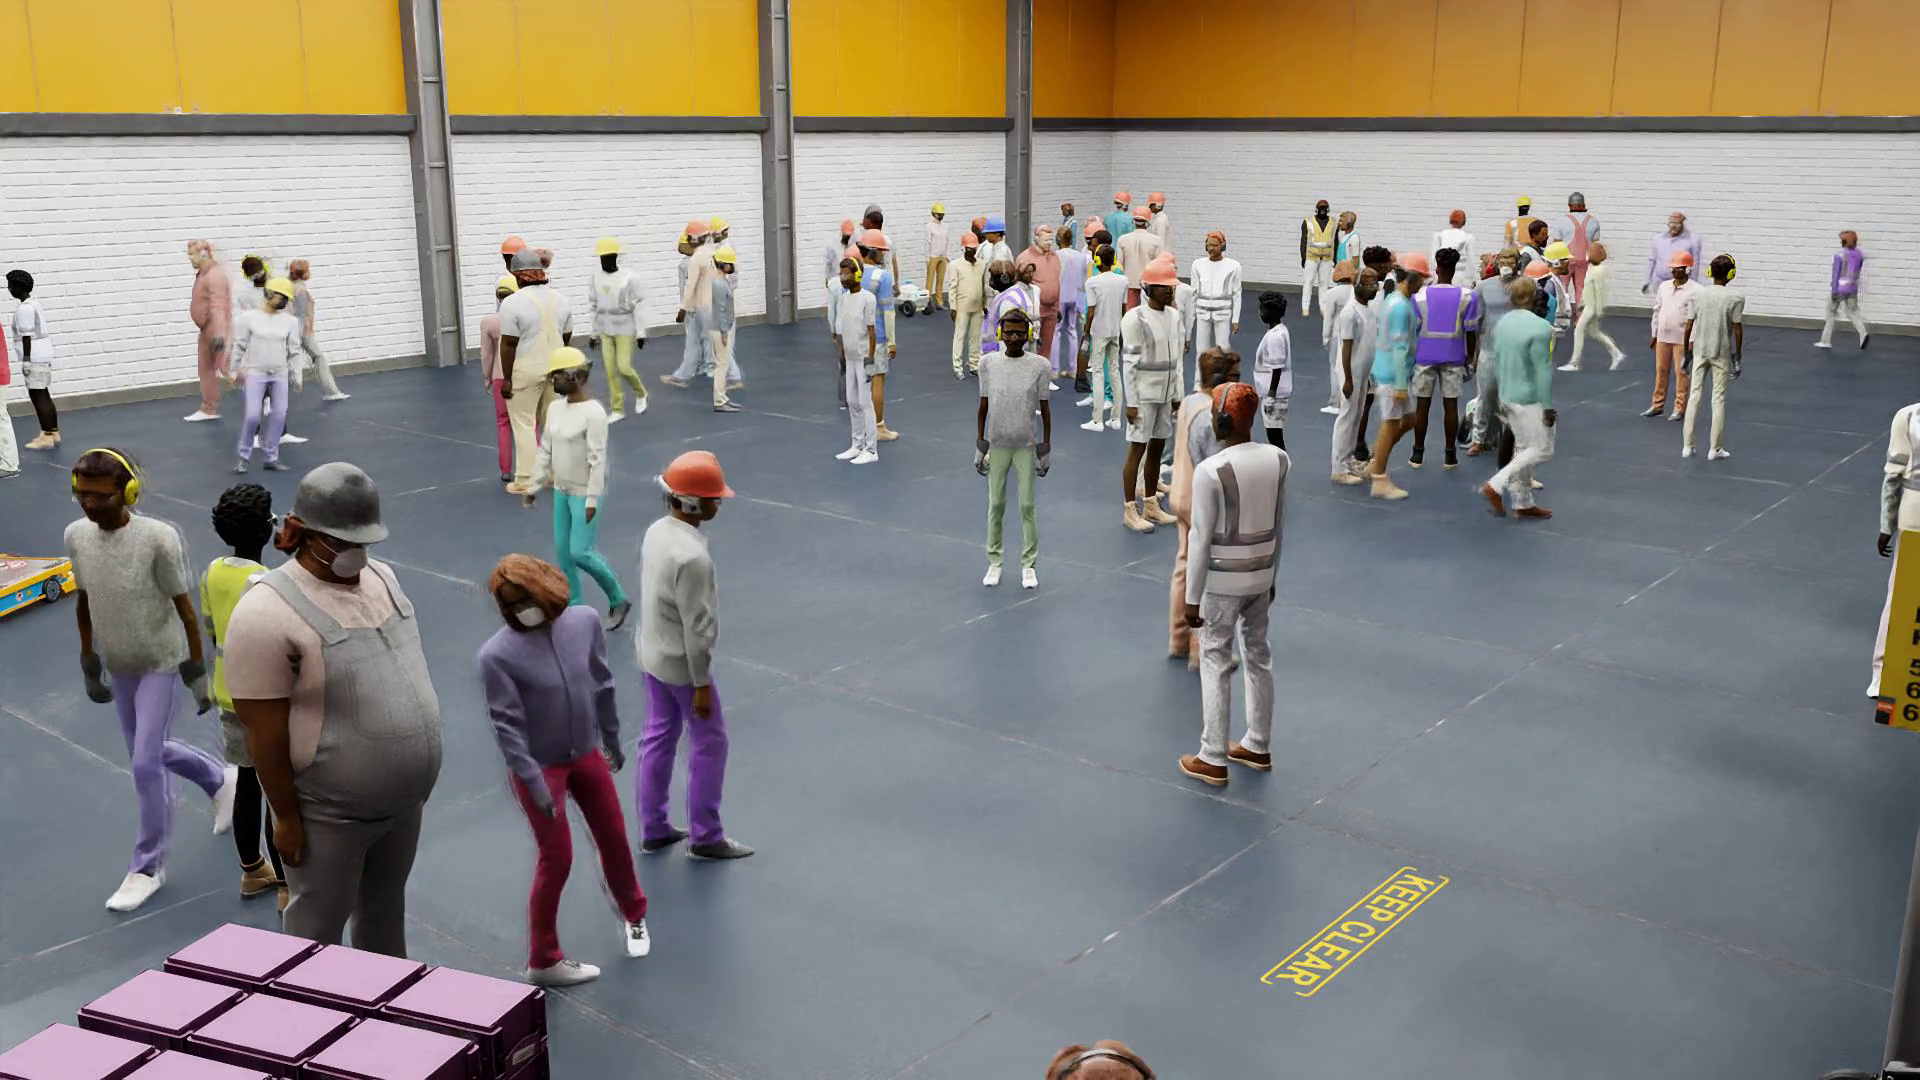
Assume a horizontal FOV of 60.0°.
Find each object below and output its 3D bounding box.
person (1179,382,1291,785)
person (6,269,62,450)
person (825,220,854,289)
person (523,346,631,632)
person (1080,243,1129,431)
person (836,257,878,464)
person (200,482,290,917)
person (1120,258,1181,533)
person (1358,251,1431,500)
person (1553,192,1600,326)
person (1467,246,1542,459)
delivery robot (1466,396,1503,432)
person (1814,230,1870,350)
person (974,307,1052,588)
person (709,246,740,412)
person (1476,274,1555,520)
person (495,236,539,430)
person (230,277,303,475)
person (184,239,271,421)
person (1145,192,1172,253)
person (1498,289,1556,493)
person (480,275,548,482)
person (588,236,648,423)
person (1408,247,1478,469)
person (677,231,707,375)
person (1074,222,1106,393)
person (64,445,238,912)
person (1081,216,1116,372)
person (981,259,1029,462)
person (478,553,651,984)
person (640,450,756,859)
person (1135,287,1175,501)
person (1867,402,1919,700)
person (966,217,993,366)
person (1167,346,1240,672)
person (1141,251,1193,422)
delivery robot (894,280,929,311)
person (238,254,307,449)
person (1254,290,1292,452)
[{"bbox_3d":[1.266,0.201,7.710,0.575,1.878,0.347,-9,17,-33],"label":"person"},{"bbox_3d":[-8.743,-1.707,15.714,0.320,1.686,0.541,-5,15,-18],"label":"person"},{"bbox_3d":[-1.654,-3.777,24.026,0.568,1.673,0.972,-3,14,-14],"label":"person"},{"bbox_3d":[-2.308,-0.267,9.865,0.551,1.737,0.457,13,19,41],"label":"person"},{"bbox_3d":[1.435,-2.016,16.590,0.515,1.865,0.328,-8,16,-29],"label":"person"},{"bbox_3d":[-0.936,-1.618,15.022,0.341,1.857,0.521,-10,17,-36],"label":"person"},{"bbox_3d":[-2.677,0.614,6.412,0.541,1.700,0.316,11,18,37],"label":"person"},{"bbox_3d":[1.466,-1.088,12.512,0.605,2.045,0.380,-13,19,-43],"label":"person"},{"bbox_3d":[3.529,-1.326,13.539,0.434,2.020,0.675,4,15,16],"label":"person"},{"bbox_3d":[9.225,-4.228,25.068,0.683,2.000,0.535,0,14,0],"label":"person"},{"bbox_3d":[4.965,-1.712,15.222,0.635,1.937,0.354,6,15,22],"label":"person"},{"bbox_3d":[5.157,-1.278,16.103,0.477,0.478,0.707,9,16,31],"label":"delivery robot"},{"bbox_3d":[12.030,-3.384,22.541,0.521,1.615,0.691,-4,15,-16],"label":"person"},{"bbox_3d":[0.346,-0.603,10.958,0.510,1.860,0.333,2,14,9],"label":"person"},{"bbox_3d":[-2.496,-2.233,17.681,0.342,1.756,0.534,-1,14,-5],"label":"person"},{"bbox_3d":[4.300,-1.060,12.683,0.624,1.905,0.658,-3,14,-10],"label":"person"},{"bbox_3d":[-4.438,-2.066,16.668,0.392,1.929,0.546,0,14,-1],"label":"person"},{"bbox_3d":[-6.079,-1.436,14.593,0.629,1.706,0.334,-12,19,-40],"label":"person"},{"bbox_3d":[-7.624,-2.171,17.191,0.830,1.875,0.662,-10,17,-36],"label":"person"},{"bbox_3d":[3.096,-4.443,26.058,0.432,1.982,0.619,1,14,6],"label":"person"},{"bbox_3d":[4.718,-1.238,13.818,0.540,1.695,0.317,-8,16,-28],"label":"person"},{"bbox_3d":[-3.813,-1.377,14.251,0.533,1.758,0.332,-1,14,-6],"label":"person"},{"bbox_3d":[-3.515,-2.164,17.095,0.597,1.914,0.533,6,15,21],"label":"person"},{"bbox_3d":[4.252,-1.606,14.743,0.613,1.964,0.361,3,14,13],"label":"person"},{"bbox_3d":[-3.292,-2.899,20.361,0.319,1.742,0.492,4,15,15],"label":"person"},{"bbox_3d":[1.511,-2.650,19.003,0.387,1.931,0.545,-1,14,-4],"label":"person"},{"bbox_3d":[-3.249,0.487,6.691,0.553,1.832,0.848,3,14,13],"label":"person"},{"bbox_3d":[1.647,-3.037,20.578,0.404,1.911,0.636,-6,15,-22],"label":"person"},{"bbox_3d":[0.407,-1.619,15.073,0.429,1.837,0.624,1,14,5],"label":"person"},{"bbox_3d":[-1.399,0.796,5.914,0.317,1.586,0.584,11,18,39],"label":"person"},{"bbox_3d":[-1.132,0.491,6.878,0.501,1.726,0.574,-8,16,-28],"label":"person"},{"bbox_3d":[1.602,-1.251,13.570,0.345,1.846,0.508,8,16,29],"label":"person"},{"bbox_3d":[5.134,-0.069,8.703,0.587,1.916,0.392,7,15,25],"label":"person"},{"bbox_3d":[0.273,-3.079,20.797,0.355,1.884,0.573,-2,14,-8],"label":"person"},{"bbox_3d":[1.350,-0.169,9.275,0.352,1.835,0.541,-4,15,-17],"label":"person"},{"bbox_3d":[2.101,-2.073,17.035,0.563,1.753,0.327,-1,14,-5],"label":"person"},{"bbox_3d":[-0.828,-3.921,26.666,0.707,0.478,0.477,14,20,43],"label":"delivery robot"},{"bbox_3d":[-6.588,-1.784,15.743,0.392,1.835,0.643,5,15,19],"label":"person"},{"bbox_3d":[2.569,-1.204,13.684,0.317,1.694,0.540,3,14,12],"label":"person"}]
